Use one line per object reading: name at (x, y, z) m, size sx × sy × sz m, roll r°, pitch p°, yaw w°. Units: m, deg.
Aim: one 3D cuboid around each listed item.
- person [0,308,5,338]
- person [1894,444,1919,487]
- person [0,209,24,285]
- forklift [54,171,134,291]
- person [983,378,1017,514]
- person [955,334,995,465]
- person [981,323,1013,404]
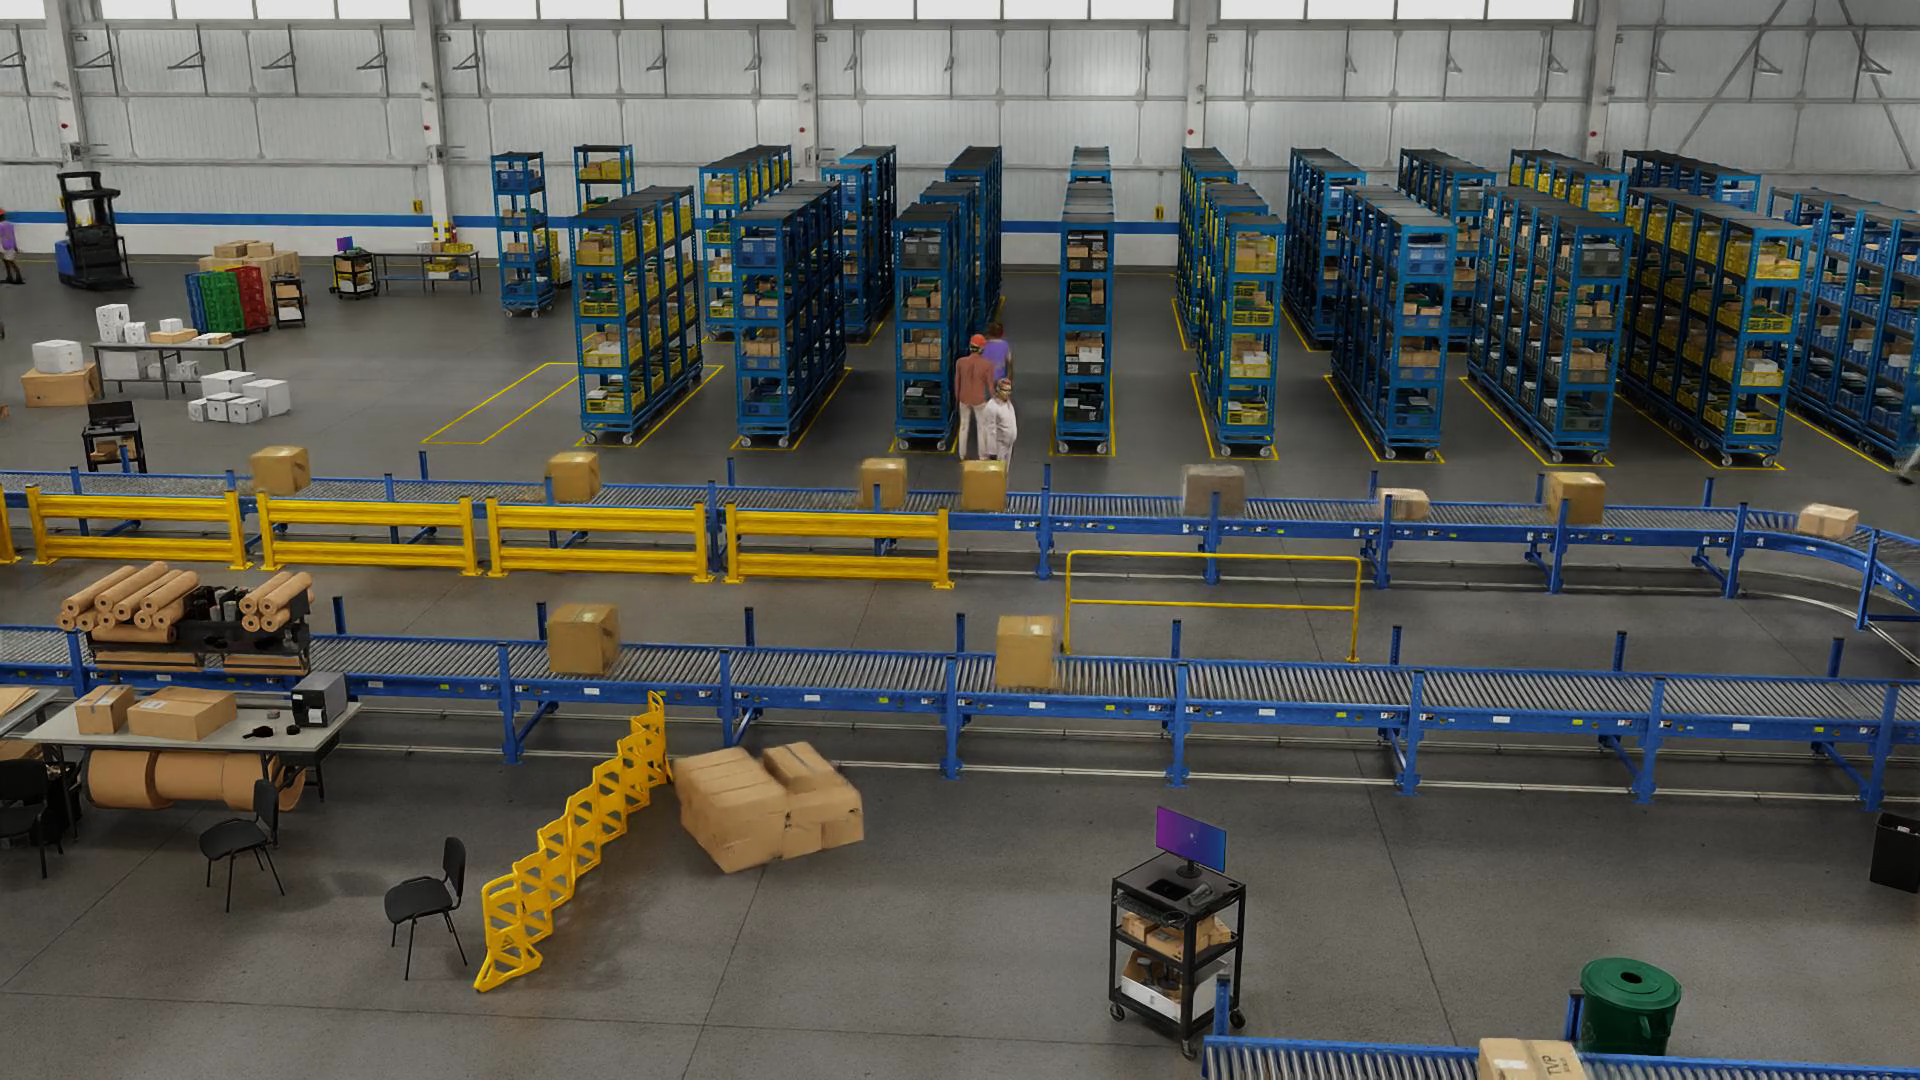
person at (-18.025, -3.898, 30.757) m, size 0.662 × 1.932 × 0.640 m, roll -9°, pitch 20°, yaw -26°
person at (13.934, -1.595, 23.711) m, size 0.905 × 1.796 × 0.588 m, roll 0°, pitch 17°, yaw 0°
person at (-24.042, -7.365, 41.818) m, size 0.738 × 1.906 × 0.544 m, roll -2°, pitch 18°, yaw -7°
forklift at (-21.762, -7.748, 41.430) m, size 1.873 × 2.768 × 1.129 m, roll 15°, pitch 23°, yaw 39°
person at (0.564, -1.240, 22.388) m, size 0.406 × 1.902 × 0.636 m, roll 8°, pitch 19°, yaw 23°
person at (0.229, -2.110, 25.028) m, size 0.622 × 1.978 × 0.443 m, roll 6°, pitch 18°, yaw 19°
person at (0.586, -2.624, 26.956) m, size 0.600 × 1.791 × 0.991 m, roll 4°, pitch 18°, yaw 13°
